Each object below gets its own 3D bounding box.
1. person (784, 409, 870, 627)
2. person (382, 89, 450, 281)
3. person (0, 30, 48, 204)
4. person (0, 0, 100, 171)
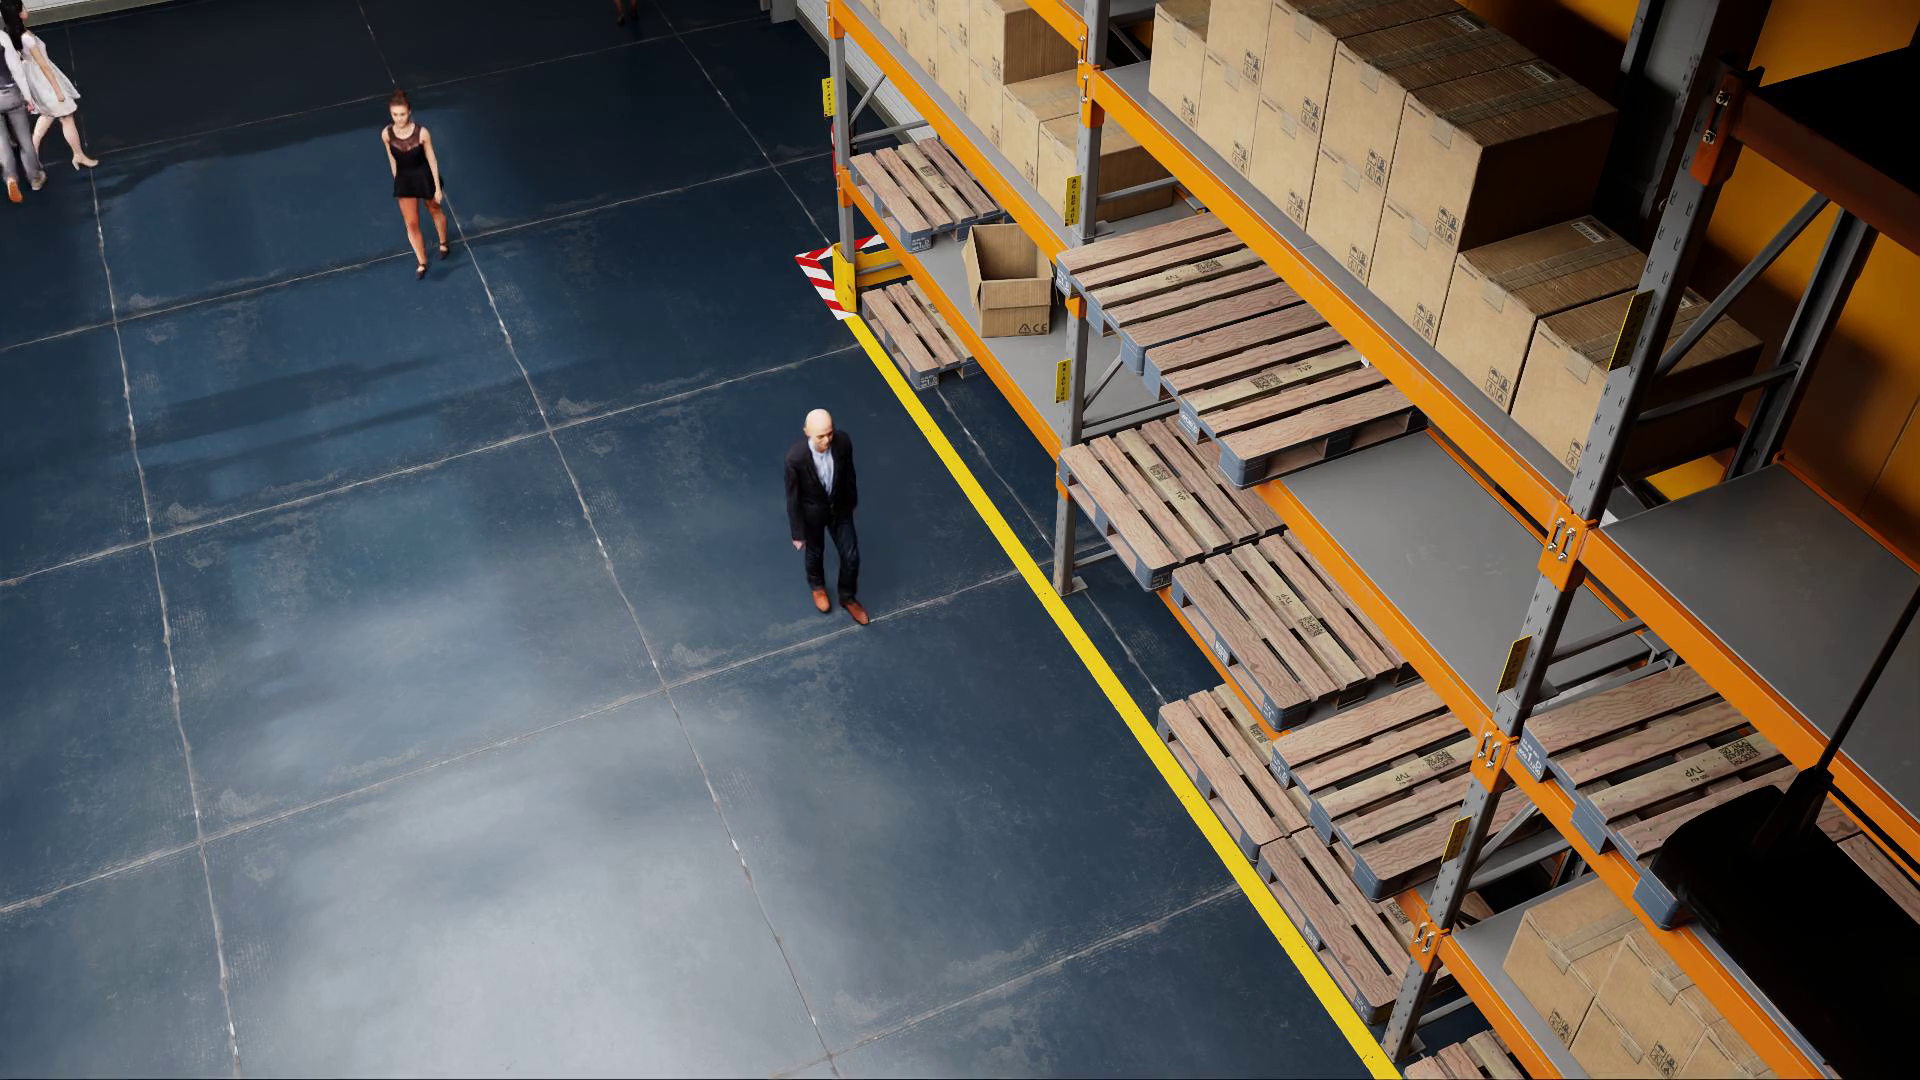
[{"bbox_3d":[-0.966,-0.245,11.261,0.681,1.780,0.760,-17,46,-17],"label":"person"},{"bbox_3d":[-4.672,-3.153,14.406,0.794,1.652,0.931,-1,44,-1],"label":"person"},{"bbox_3d":[-8.715,-3.965,15.067,0.837,1.917,1.053,-12,45,-13],"label":"person"},{"bbox_3d":[-8.522,-4.139,15.363,0.940,1.761,0.899,32,52,29],"label":"person"}]
